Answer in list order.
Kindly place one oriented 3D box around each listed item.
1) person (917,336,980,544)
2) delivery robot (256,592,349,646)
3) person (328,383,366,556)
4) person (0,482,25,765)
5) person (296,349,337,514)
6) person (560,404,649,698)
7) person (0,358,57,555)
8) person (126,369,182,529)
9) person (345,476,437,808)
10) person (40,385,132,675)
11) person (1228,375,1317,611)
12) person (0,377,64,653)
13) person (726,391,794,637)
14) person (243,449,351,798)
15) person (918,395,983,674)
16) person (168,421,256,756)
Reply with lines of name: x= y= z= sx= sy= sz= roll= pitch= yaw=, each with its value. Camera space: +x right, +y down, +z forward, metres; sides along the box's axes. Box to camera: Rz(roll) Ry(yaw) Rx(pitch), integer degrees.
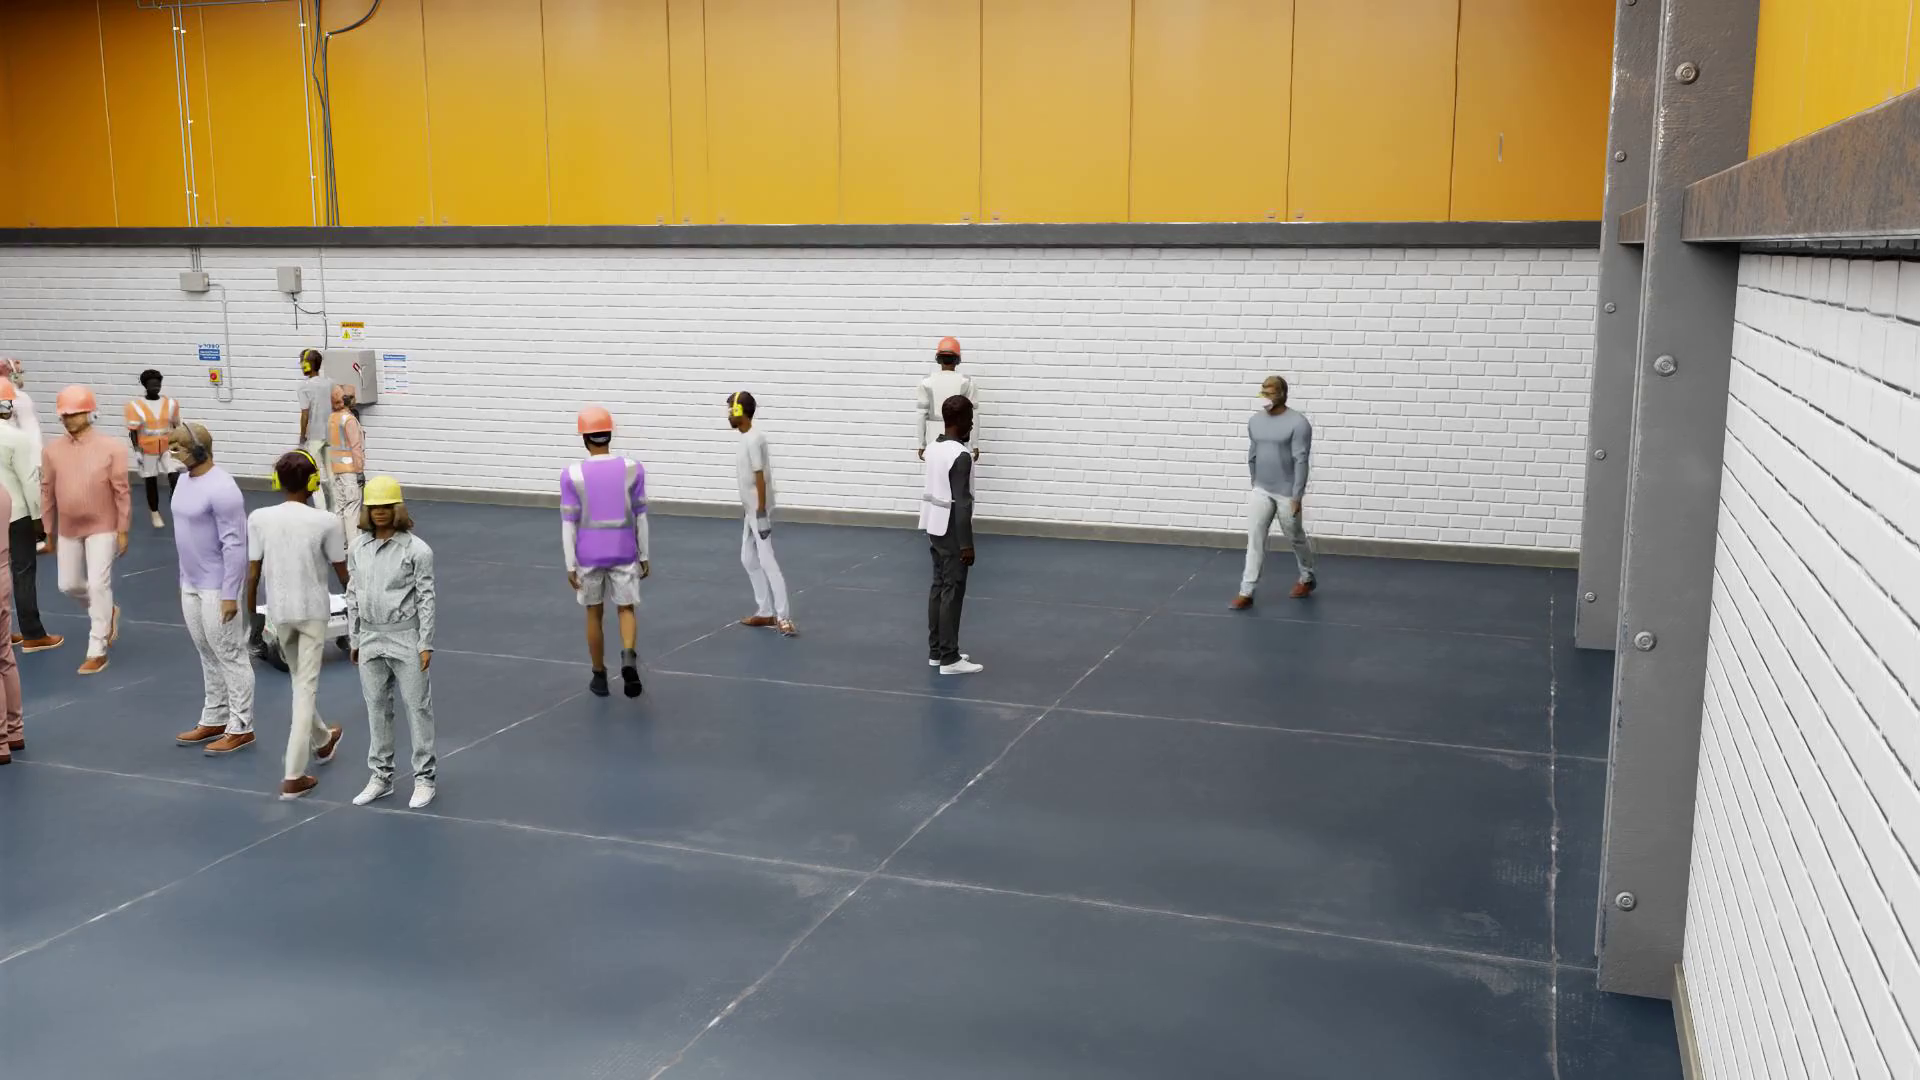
person: x=-0.110 y=-0.967 z=16.255 sx=0.615 sy=2.042 sz=0.375 roll=1 pitch=10 yaw=5
delivery robot: x=-4.562 y=0.538 z=11.687 sx=0.707 sy=0.478 sz=0.477 roll=-9 pitch=14 yaw=-39
person: x=-5.698 y=-0.633 z=15.501 sx=0.307 sy=1.645 sz=0.513 roll=-9 pitch=14 yaw=-42
person: x=-5.561 y=0.326 z=9.366 sx=0.408 sy=1.905 sz=0.653 roll=-2 pitch=10 yaw=-12
person: x=-6.581 y=-1.021 z=17.111 sx=0.425 sy=1.868 sz=0.637 roll=5 pitch=11 yaw=28
person: x=-2.258 y=0.096 z=10.634 sx=0.560 sy=1.916 sz=0.656 roll=-3 pitch=11 yaw=-18
person: x=-8.799 y=-0.742 z=15.433 sx=0.652 sy=1.886 sz=0.754 roll=6 pitch=12 yaw=32
person: x=-8.170 y=-0.903 z=16.959 sx=0.545 sy=1.658 sz=0.790 roll=-8 pitch=13 yaw=-37
person: x=-2.966 y=0.531 z=8.664 sx=0.488 sy=1.746 sz=0.285 roll=2 pitch=10 yaw=11
person: x=-6.061 y=-0.102 z=11.590 sx=0.635 sy=1.972 sz=0.799 roll=0 pitch=10 yaw=2
person: x=2.607 y=-0.404 z=13.548 sx=1.043 sy=1.895 sz=0.640 roll=-10 pitch=14 yaw=-44
person: x=-6.846 y=-0.179 z=11.956 sx=0.612 sy=1.996 sz=0.376 roll=3 pitch=10 yaw=14
person: x=-1.504 y=-0.195 z=12.556 sx=0.463 sy=1.829 sz=0.691 roll=-3 pitch=10 yaw=-16
person: x=-3.536 y=0.413 z=9.078 sx=0.560 sy=1.823 sz=0.932 roll=1 pitch=10 yaw=4
person: x=-0.071 y=-0.037 z=11.407 sx=0.397 sy=1.910 sz=0.587 roll=-4 pitch=11 yaw=-21
person: x=-4.322 y=0.273 z=9.588 sx=0.627 sy=1.933 sz=0.374 roll=9 pitch=13 yaw=41
